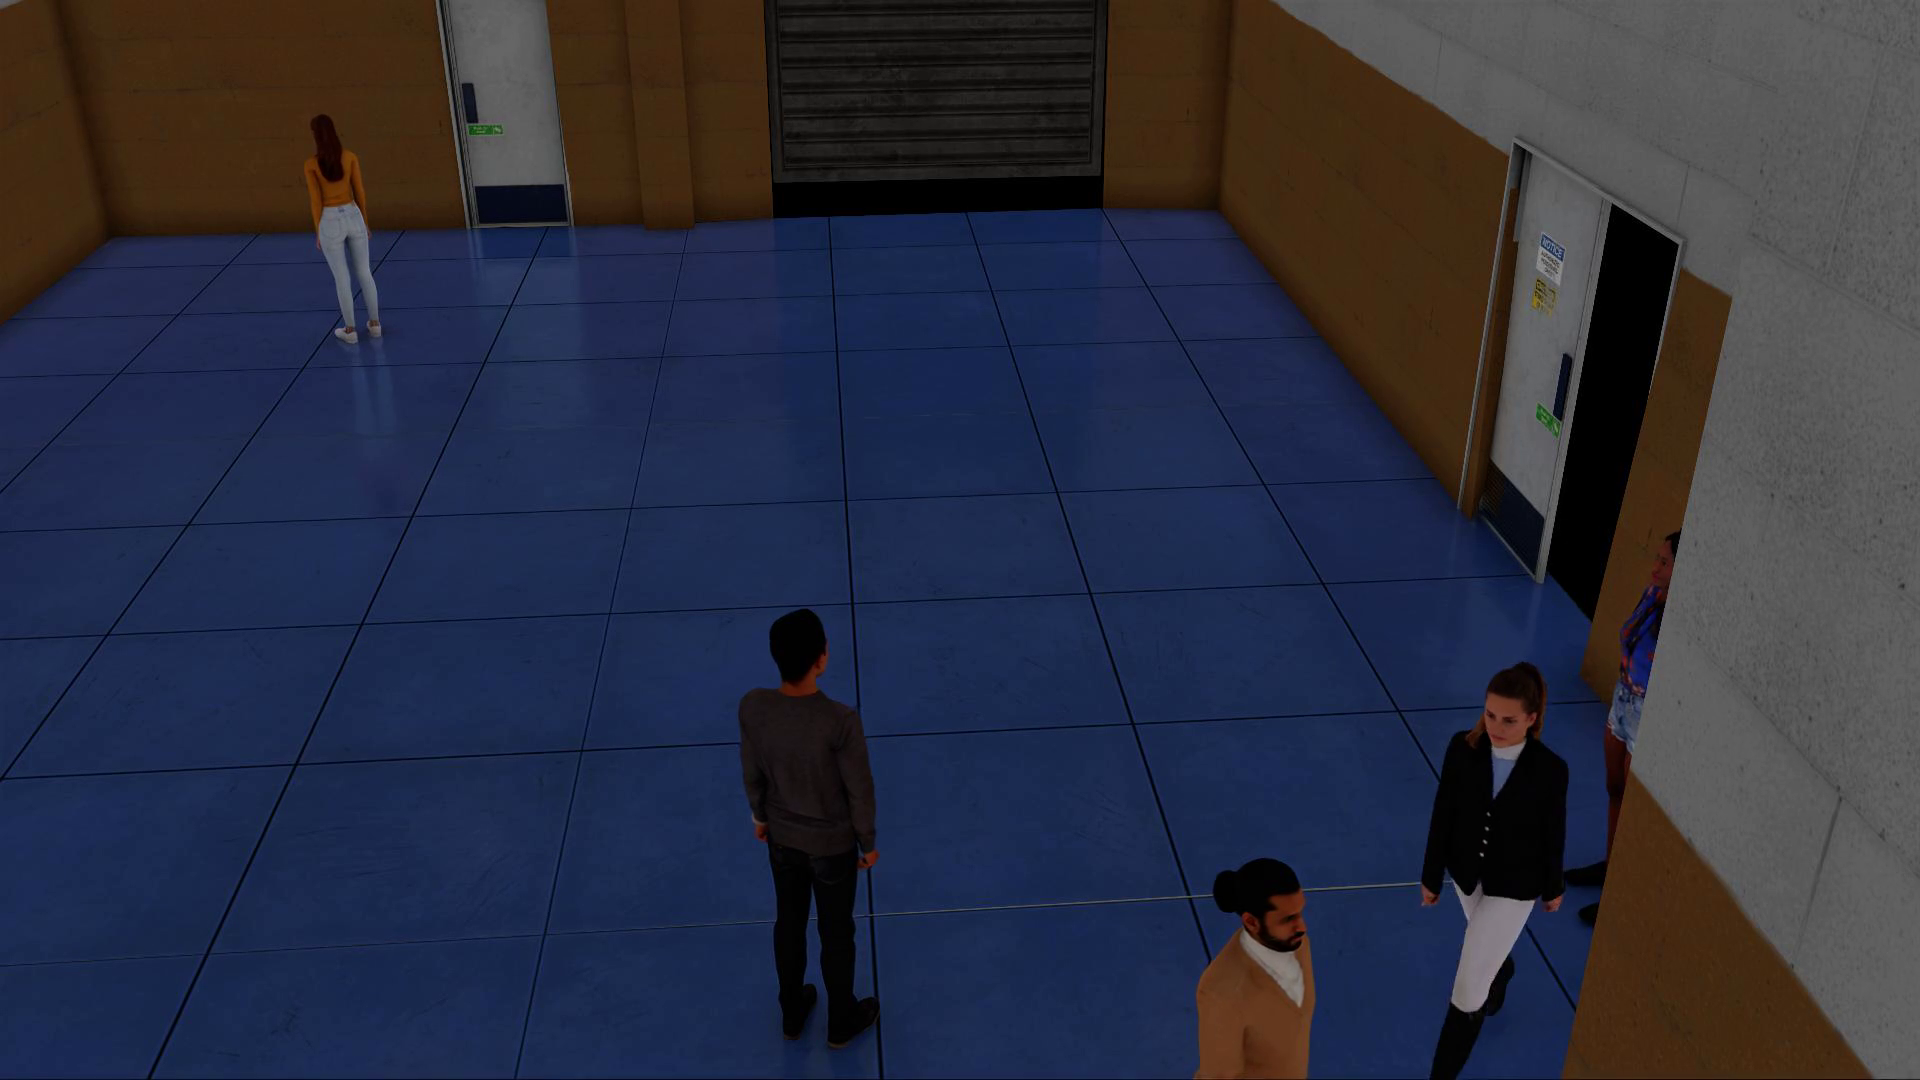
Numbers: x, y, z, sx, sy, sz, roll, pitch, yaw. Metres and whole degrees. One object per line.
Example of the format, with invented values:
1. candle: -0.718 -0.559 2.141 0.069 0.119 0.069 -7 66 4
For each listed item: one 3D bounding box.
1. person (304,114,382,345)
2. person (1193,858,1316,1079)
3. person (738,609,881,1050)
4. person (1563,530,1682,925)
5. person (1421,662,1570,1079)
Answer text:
1. person: -4.699 -2.370 12.658 0.667 1.755 0.746 -20 33 -34
2. person: 0.816 1.637 4.749 0.799 1.755 0.758 17 31 30
3. person: -0.540 1.052 5.900 0.624 1.764 0.774 21 34 36
4. person: 2.709 0.733 6.551 0.532 1.743 0.593 -1 27 -1
5. person: 1.860 1.170 5.750 1.202 1.672 1.229 19 32 32
